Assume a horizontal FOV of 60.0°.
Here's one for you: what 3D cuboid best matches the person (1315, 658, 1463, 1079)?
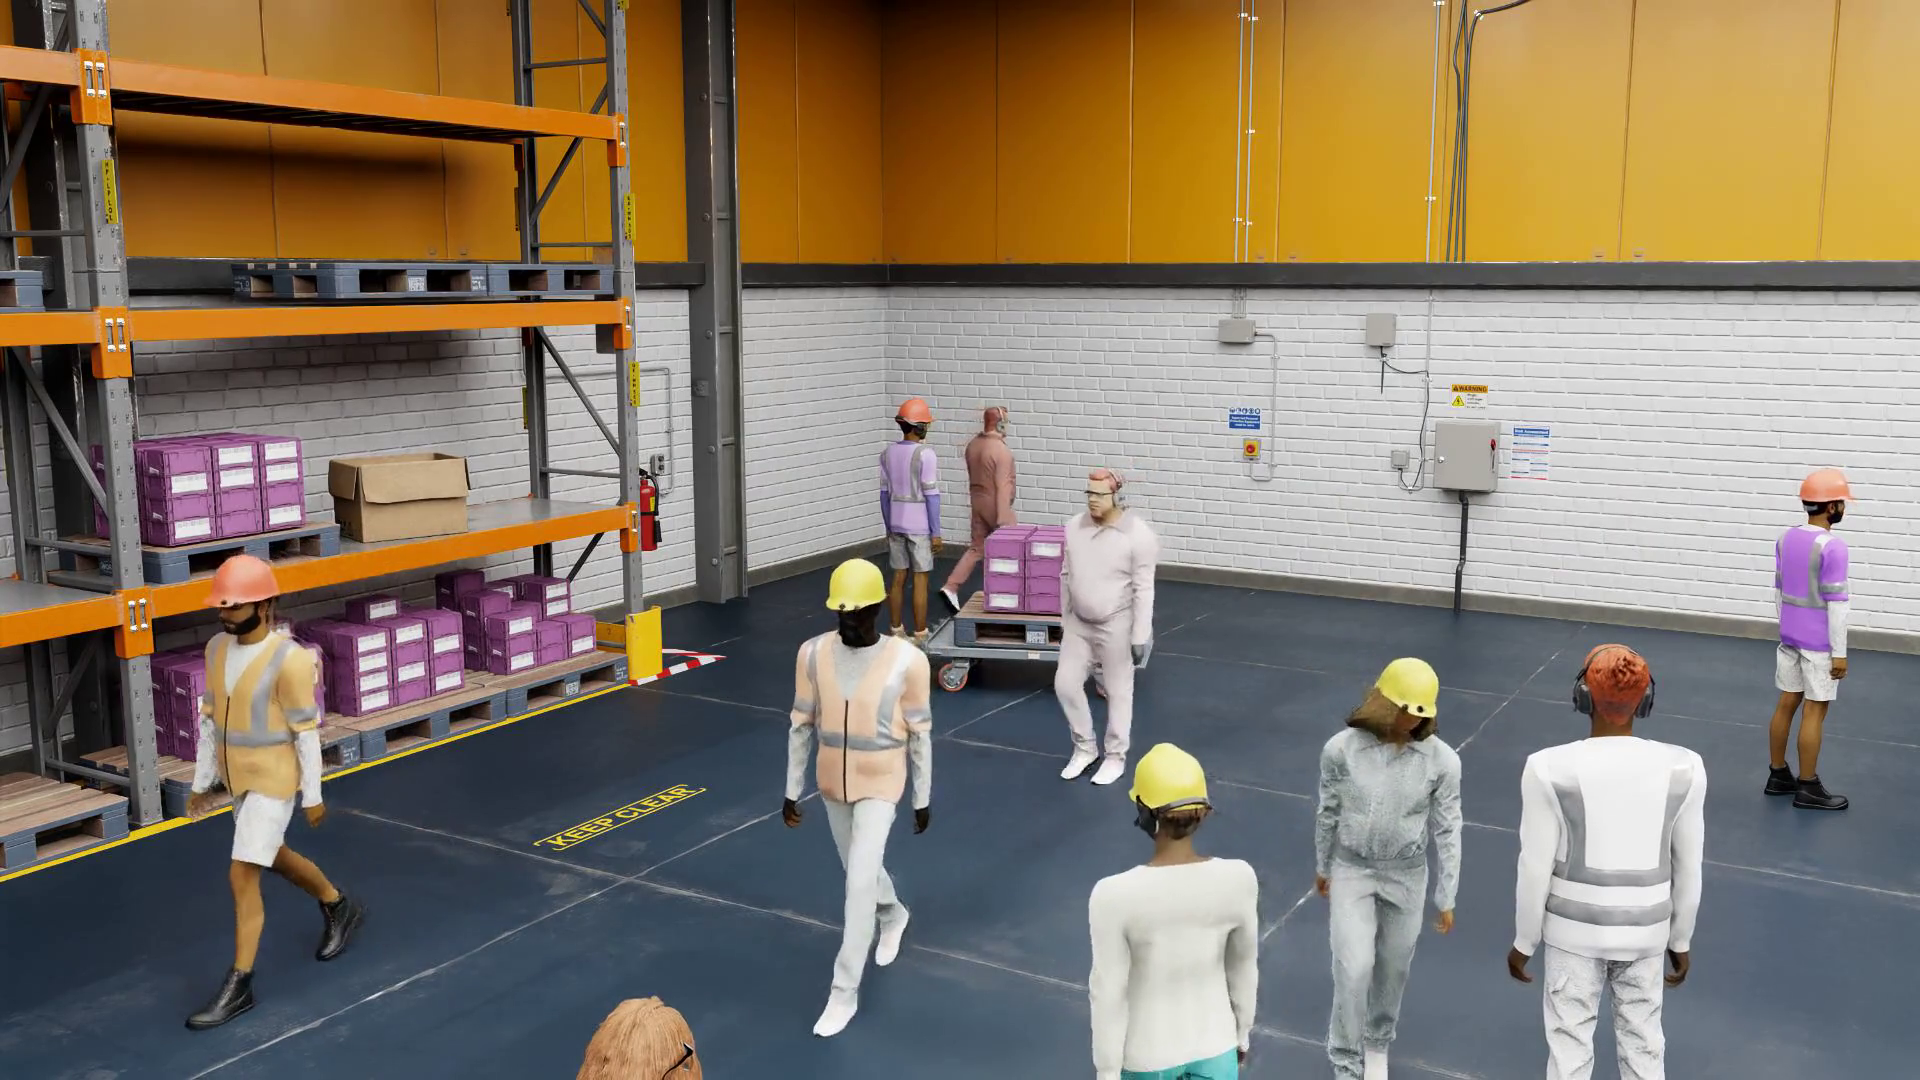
[{"bbox_3d":[1.529,1.230,5.985,0.500,1.699,0.699,2,9,10],"label":"person"}]

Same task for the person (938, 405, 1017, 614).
[{"bbox_3d":[0.236,-0.262,14.783,0.883,1.876,0.651,-6,11,-32],"label":"person"}]

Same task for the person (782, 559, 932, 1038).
[{"bbox_3d":[-0.401,0.989,6.955,0.600,1.890,0.977,4,10,23],"label":"person"}]

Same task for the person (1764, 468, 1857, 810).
[{"bbox_3d":[4.854,0.556,9.458,0.349,1.942,0.545,-1,9,-9],"label":"person"}]

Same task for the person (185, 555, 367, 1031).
[{"bbox_3d":[-2.888,0.977,6.986,0.546,1.901,0.959,5,11,31],"label":"person"}]

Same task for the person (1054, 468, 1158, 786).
[{"bbox_3d":[0.813,0.523,9.798,0.671,1.891,0.508,7,11,36],"label":"person"}]

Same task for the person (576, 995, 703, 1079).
[{"bbox_3d":[-0.622,1.697,3.295,0.507,1.632,0.268,2,9,14],"label":"person"}]

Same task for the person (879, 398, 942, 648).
[{"bbox_3d":[-0.370,-0.108,13.286,0.605,2.045,0.386,9,13,44],"label":"person"}]

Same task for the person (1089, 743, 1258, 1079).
[{"bbox_3d":[0.614,1.436,4.683,0.531,1.734,0.918,-2,9,-13],"label":"person"}]

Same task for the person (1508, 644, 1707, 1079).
[{"bbox_3d":[2.034,1.258,5.264,0.572,1.883,0.354,0,9,3],"label":"person"}]
